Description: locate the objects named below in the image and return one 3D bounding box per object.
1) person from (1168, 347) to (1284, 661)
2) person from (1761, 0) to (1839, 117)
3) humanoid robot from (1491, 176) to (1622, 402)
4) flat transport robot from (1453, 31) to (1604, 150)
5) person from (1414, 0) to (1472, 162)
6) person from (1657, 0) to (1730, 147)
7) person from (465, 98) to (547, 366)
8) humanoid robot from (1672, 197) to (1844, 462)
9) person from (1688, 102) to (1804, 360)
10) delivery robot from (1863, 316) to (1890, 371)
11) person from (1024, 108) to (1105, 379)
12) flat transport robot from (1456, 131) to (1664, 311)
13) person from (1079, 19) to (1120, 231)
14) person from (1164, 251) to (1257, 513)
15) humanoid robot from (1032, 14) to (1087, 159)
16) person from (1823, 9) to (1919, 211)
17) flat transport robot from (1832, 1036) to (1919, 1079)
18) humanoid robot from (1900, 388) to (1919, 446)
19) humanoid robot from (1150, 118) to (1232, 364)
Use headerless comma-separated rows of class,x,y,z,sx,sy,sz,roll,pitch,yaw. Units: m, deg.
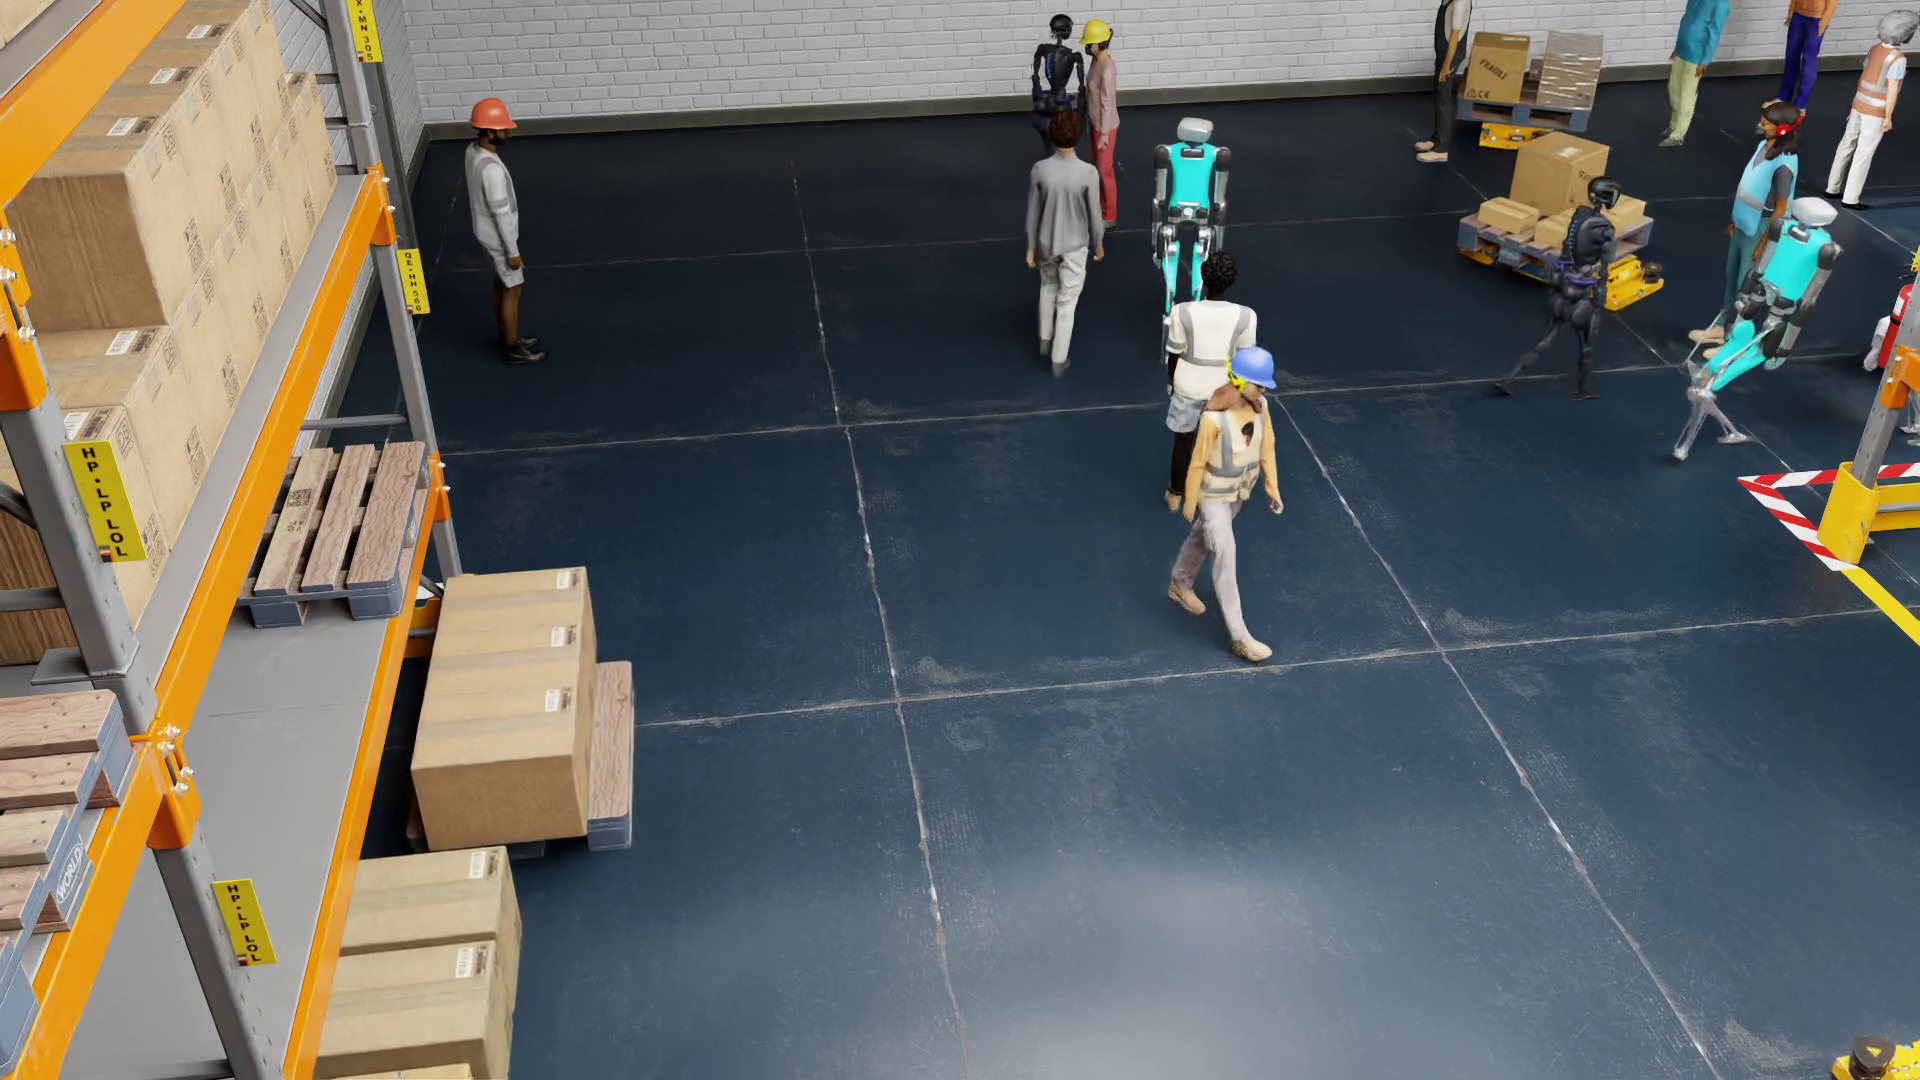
person,1.467,-0.217,8.849,0.476,1.719,0.935,-22,39,-30
person,8.240,-5.108,16.127,0.401,1.973,0.520,-11,35,-16
humanoid robot,4.081,-1.654,11.156,0.768,1.649,0.608,-5,33,-8
flat transport robot,5.425,-4.080,16.105,0.659,0.231,1.431,11,35,16
person,4.421,-4.381,15.131,0.328,1.838,0.504,6,34,9
person,6.809,-4.535,15.464,0.396,1.762,0.568,-6,34,-8
person,-3.185,-2.137,11.617,0.387,1.925,0.547,-17,37,-24
humanoid robot,4.864,-1.276,10.475,0.954,1.737,0.547,-12,35,-18
person,5.587,-2.162,11.703,0.372,1.865,0.540,2,33,2
delivery robot,6.830,-1.450,11.802,0.758,0.583,0.499,-17,37,-24
person,0.735,-2.075,11.554,0.532,1.880,0.657,11,35,16
flat transport robot,4.787,-2.218,13.251,0.659,0.231,1.431,-25,41,-33
person,1.135,-3.422,13.744,0.369,1.752,0.516,-3,33,-5
person,1.481,-0.916,9.955,0.532,1.691,0.319,2,33,3
humanoid robot,0.830,-3.622,14.123,0.593,1.656,0.342,24,40,32
person,7.778,-3.662,14.161,0.312,1.687,0.446,-5,33,-8
flat transport robot,3.988,2.418,6.147,0.659,0.231,1.431,-7,34,-11
humanoid robot,6.401,-1.393,10.629,0.741,1.764,0.540,-1,33,-1
humanoid robot,1.557,-1.969,11.516,0.530,1.781,0.665,5,34,8
